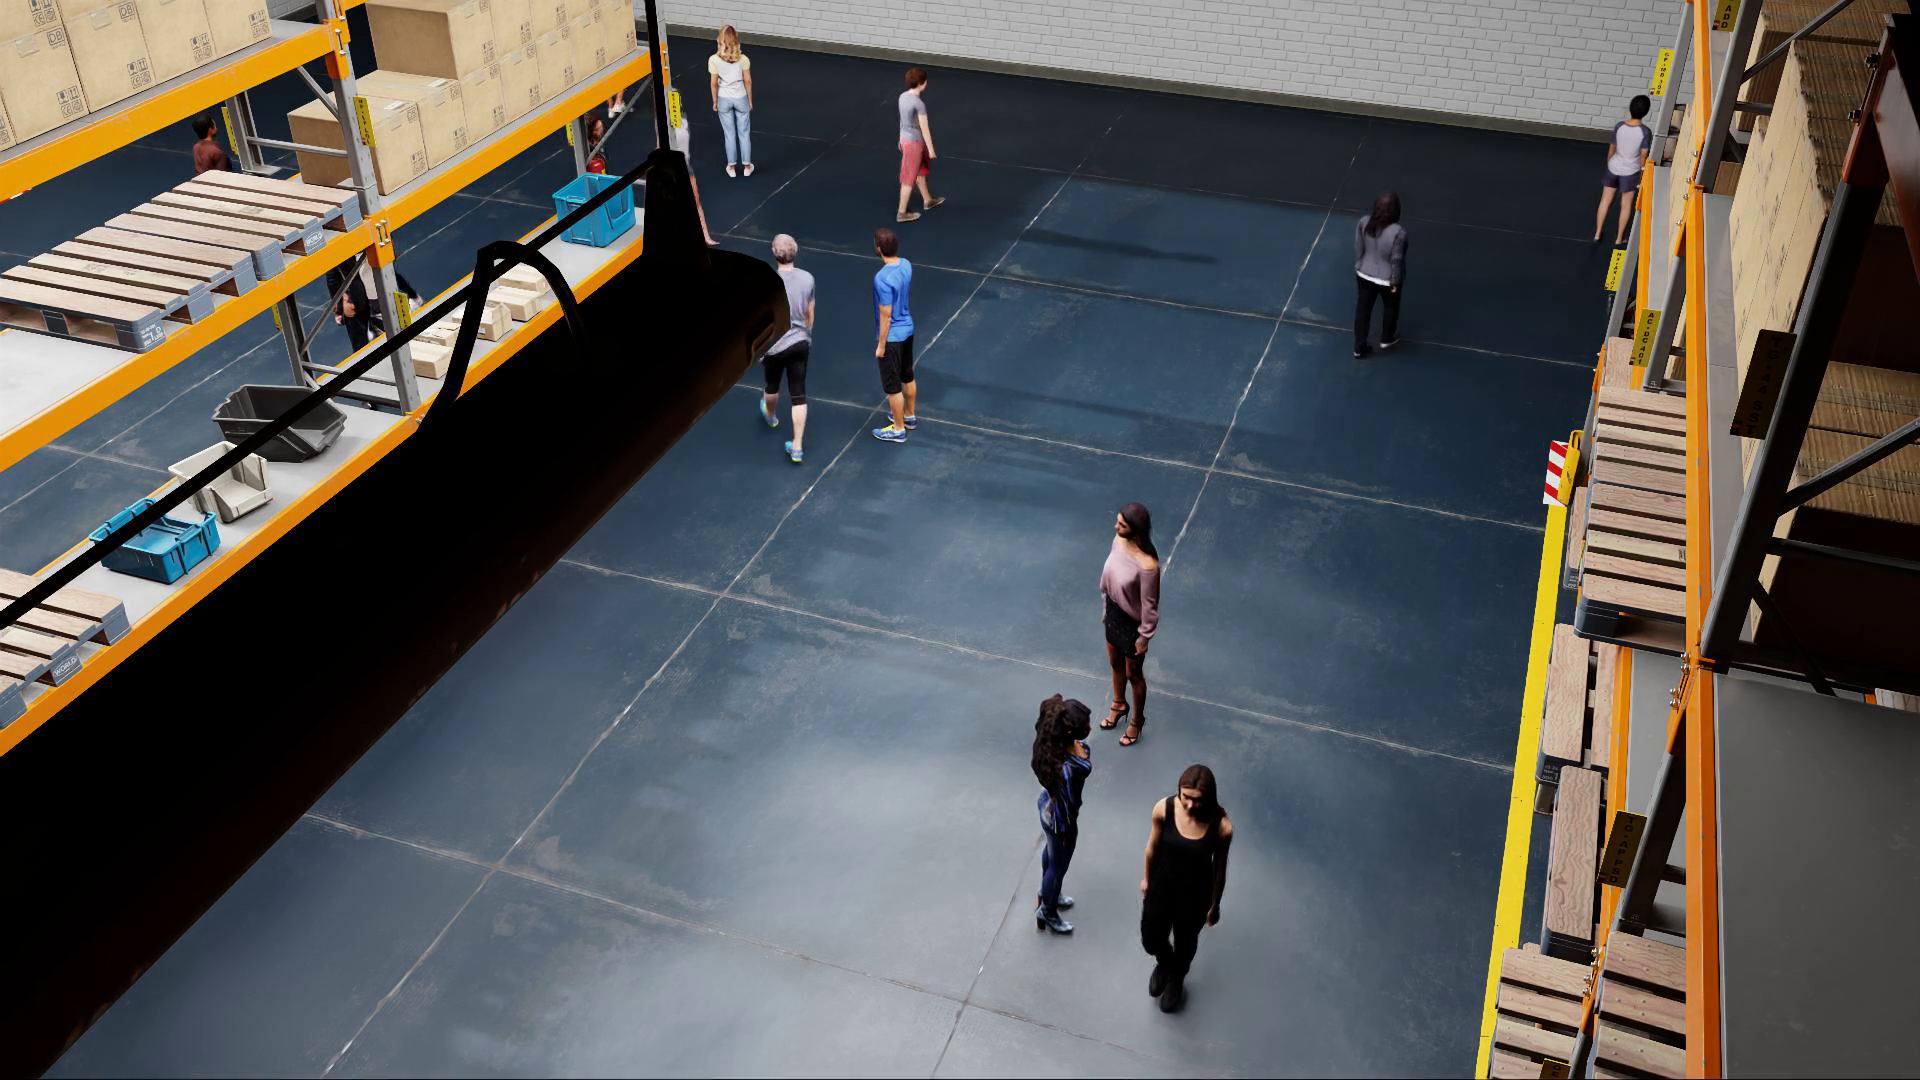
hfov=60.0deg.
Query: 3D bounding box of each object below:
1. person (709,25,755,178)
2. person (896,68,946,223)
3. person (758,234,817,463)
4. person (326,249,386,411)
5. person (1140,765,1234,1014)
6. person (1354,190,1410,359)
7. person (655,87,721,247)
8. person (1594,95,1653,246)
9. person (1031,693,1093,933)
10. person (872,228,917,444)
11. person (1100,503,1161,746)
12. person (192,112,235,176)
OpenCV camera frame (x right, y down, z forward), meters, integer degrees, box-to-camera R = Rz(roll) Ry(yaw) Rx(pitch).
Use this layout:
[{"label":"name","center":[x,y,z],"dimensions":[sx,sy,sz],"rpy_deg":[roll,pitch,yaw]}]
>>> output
[{"label":"person","center":[-2.570,-4.969,18.855],"dimensions":[0.707,1.723,0.703],"rpy_deg":[-4,34,-6]},{"label":"person","center":[-0.577,-4.196,17.777],"dimensions":[1.006,1.628,0.923],"rpy_deg":[-18,37,-24]},{"label":"person","center":[-1.387,-1.502,13.539],"dimensions":[1.111,1.833,1.258],"rpy_deg":[-11,35,-15]},{"label":"person","center":[-5.087,-2.007,14.247],"dimensions":[0.762,1.891,0.835],"rpy_deg":[-16,37,-23]},{"label":"person","center":[1.197,1.776,8.747],"dimensions":[0.608,1.679,0.589],"rpy_deg":[14,36,20]},{"label":"person","center":[3.769,-2.381,15.087],"dimensions":[0.826,1.583,0.903],"rpy_deg":[26,41,33]},{"label":"person","center":[-3.018,-3.829,17.188],"dimensions":[0.858,1.670,1.109],"rpy_deg":[22,39,29]},{"label":"person","center":[6.929,-3.868,17.339],"dimensions":[0.634,1.566,0.630],"rpy_deg":[26,41,33]},{"label":"person","center":[0.558,1.505,9.206],"dimensions":[0.742,1.622,0.608],"rpy_deg":[-1,34,-1]},{"label":"person","center":[-0.538,-1.703,13.812],"dimensions":[0.686,1.866,0.526],"rpy_deg":[15,36,21]},{"label":"person","center":[1.070,0.532,10.499],"dimensions":[0.739,1.810,0.702],"rpy_deg":[-18,38,-25]},{"label":"person","center":[-7.288,-3.252,16.257],"dimensions":[0.811,1.739,1.115],"rpy_deg":[18,38,25]}]
